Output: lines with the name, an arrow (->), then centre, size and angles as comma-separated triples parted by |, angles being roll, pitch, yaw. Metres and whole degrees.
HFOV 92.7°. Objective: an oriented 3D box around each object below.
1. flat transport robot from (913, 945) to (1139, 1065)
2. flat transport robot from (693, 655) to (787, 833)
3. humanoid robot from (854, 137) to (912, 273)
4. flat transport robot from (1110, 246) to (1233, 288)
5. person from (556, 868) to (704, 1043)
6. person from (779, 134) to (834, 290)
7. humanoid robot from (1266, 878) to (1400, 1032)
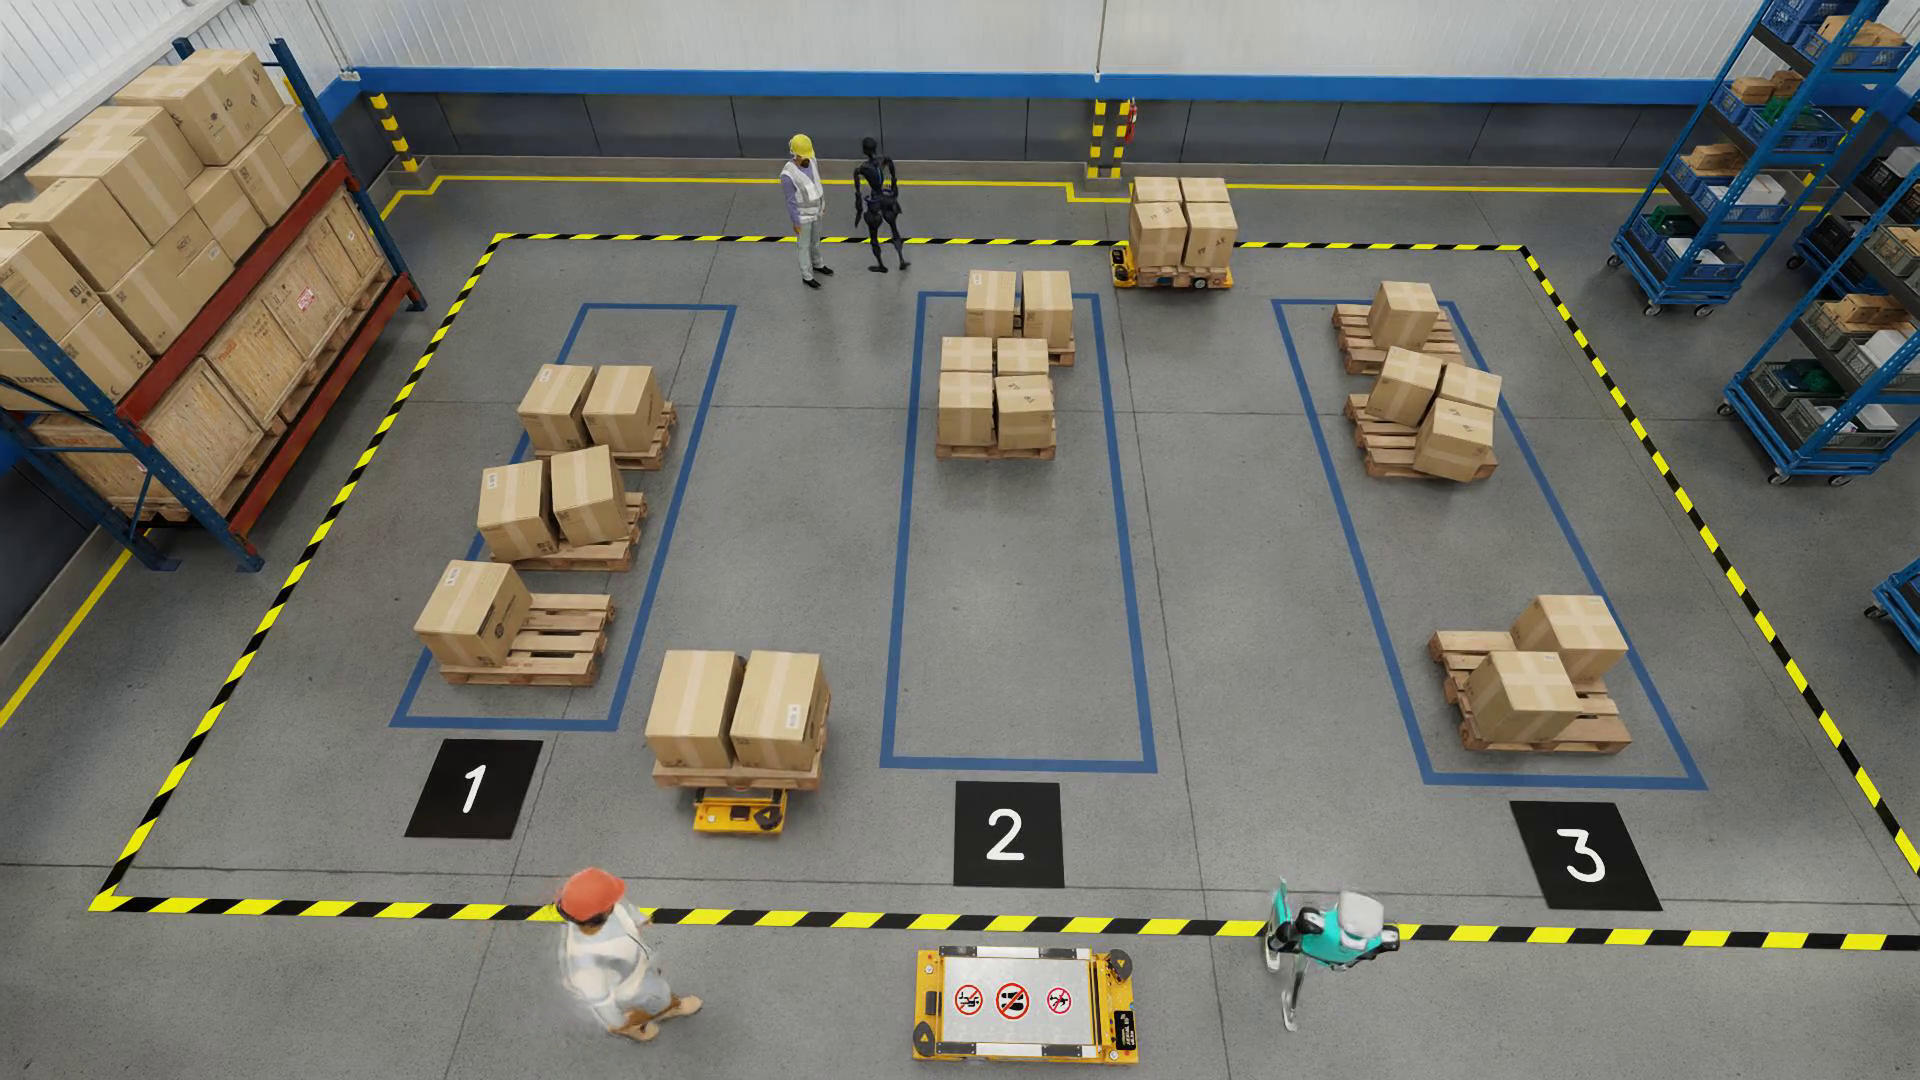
flat transport robot -> 0.422, 3.041, 6.007 | 1.431, 0.231, 0.659 | 1, 51, 1
flat transport robot -> -1.633, 1.568, 7.190 | 0.652, 0.197, 1.431 | 1, 51, 1
humanoid robot -> -0.916, -3.871, 10.735 | 0.603, 1.648, 0.466 | -26, 55, -20
flat transport robot -> 2.583, -3.368, 11.213 | 1.431, 0.197, 0.652 | 1, 51, 1
person -> -1.945, 2.467, 5.352 | 0.451, 2.010, 0.651 | -10, 51, -8
person -> -1.748, -3.787, 10.570 | 0.403, 1.822, 0.588 | 21, 54, 16
humanoid robot -> 2.155, 2.360, 5.626 | 0.541, 1.789, 0.836 | 9, 51, 8
